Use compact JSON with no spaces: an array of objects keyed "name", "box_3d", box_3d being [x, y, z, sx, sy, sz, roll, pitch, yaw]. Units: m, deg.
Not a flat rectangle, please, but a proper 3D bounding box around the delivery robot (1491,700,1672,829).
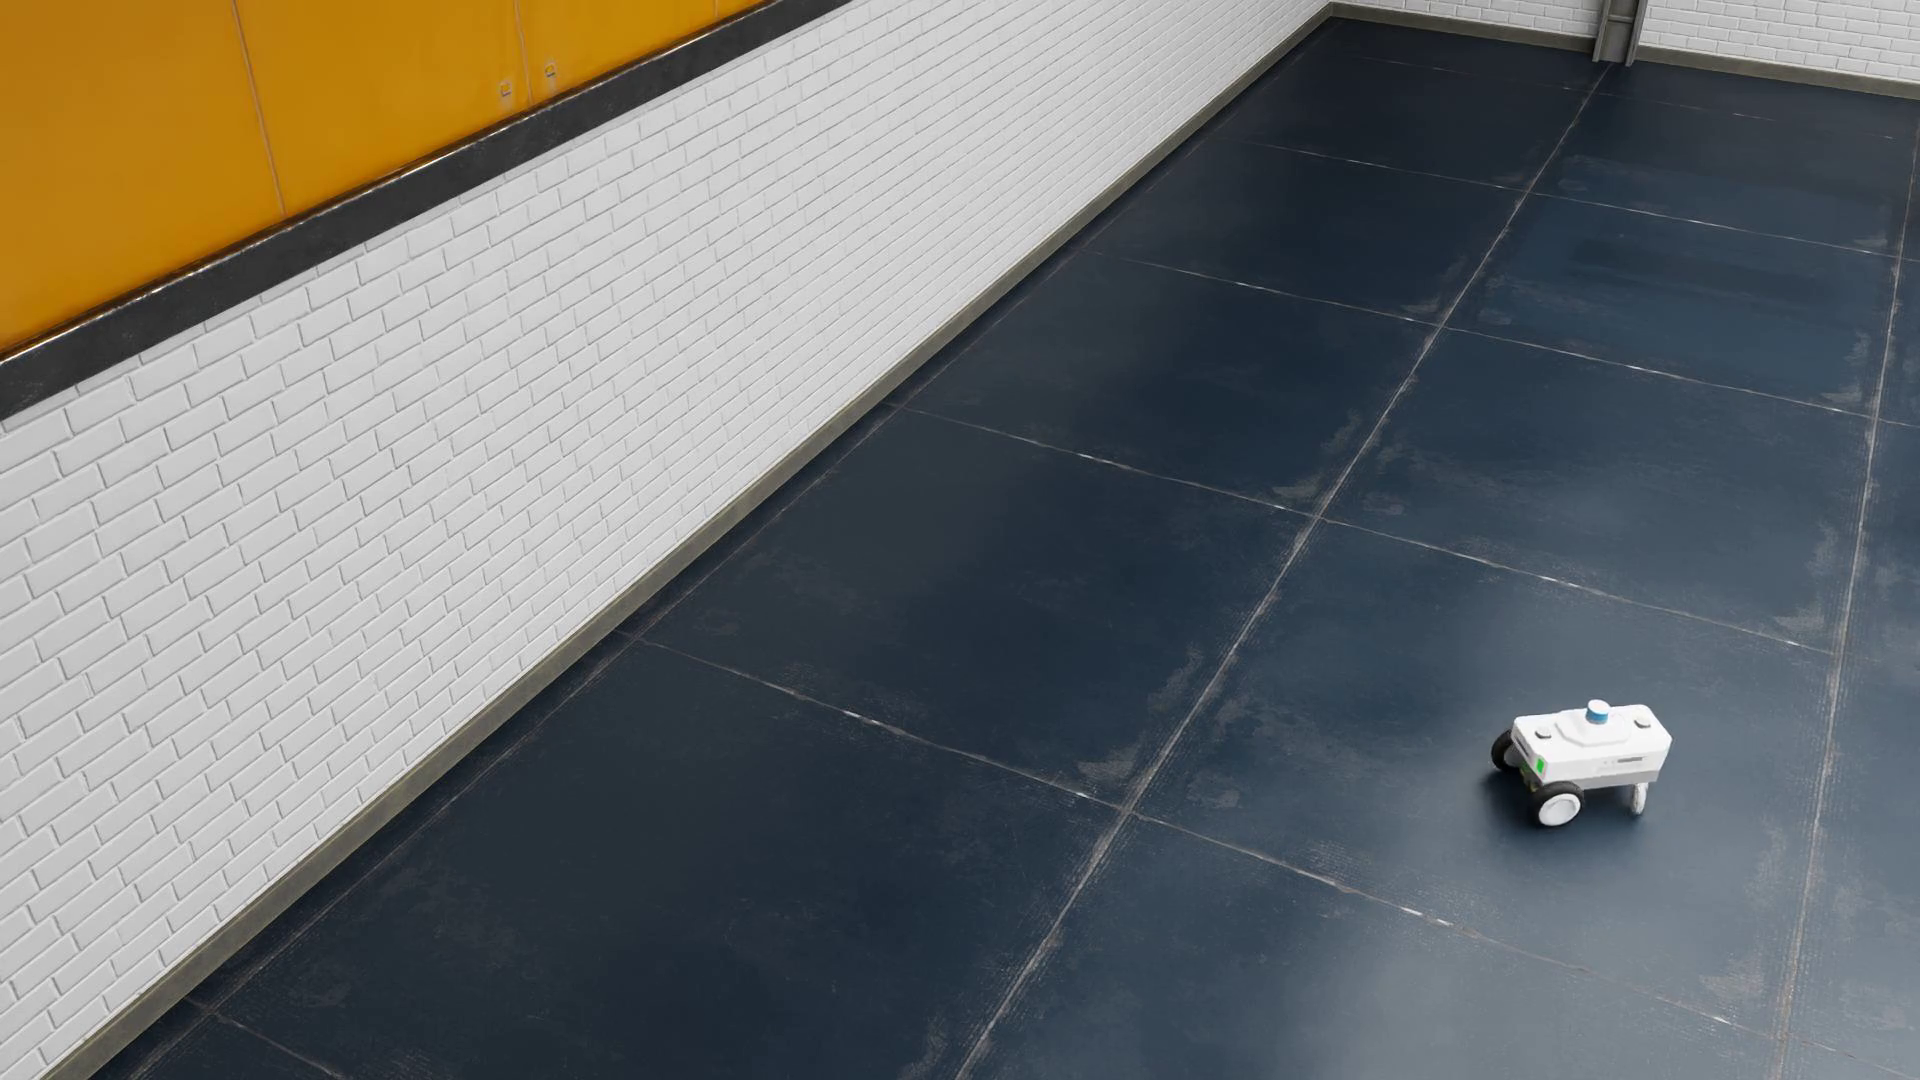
[{"name":"delivery robot","box_3d":[3.043,1.063,8.151,0.778,0.607,0.524,-5,34,-8]}]
